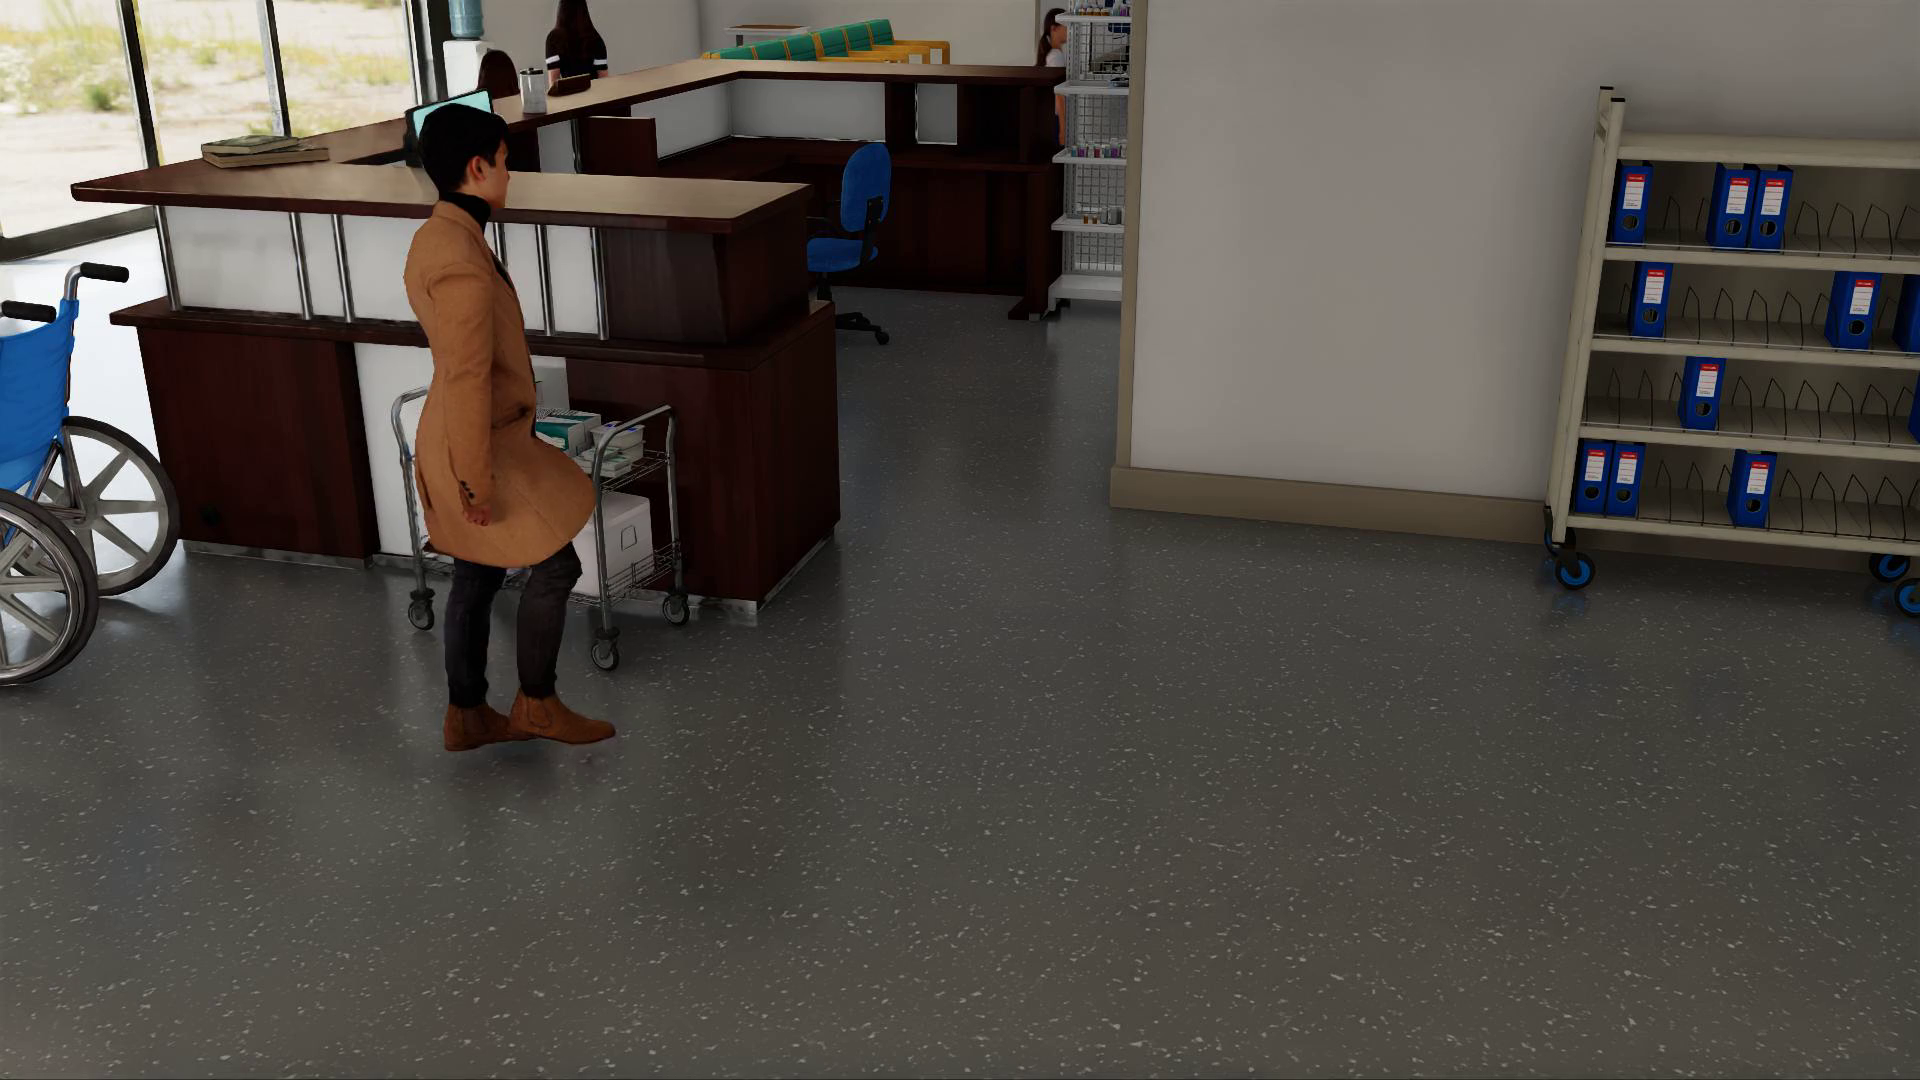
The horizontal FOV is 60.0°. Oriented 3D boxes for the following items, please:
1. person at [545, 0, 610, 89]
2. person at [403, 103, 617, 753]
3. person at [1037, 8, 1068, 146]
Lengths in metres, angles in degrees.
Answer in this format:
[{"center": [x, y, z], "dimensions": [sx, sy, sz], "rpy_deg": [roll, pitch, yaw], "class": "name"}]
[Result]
[{"center": [-2.859, -3.292, 12.536], "dimensions": [0.648, 1.639, 0.756], "rpy_deg": [-3, 21, -8], "class": "person"}, {"center": [-1.327, -0.230, 4.295], "dimensions": [0.869, 1.707, 0.820], "rpy_deg": [-7, 22, -19], "class": "person"}, {"center": [0.656, -2.927, 11.679], "dimensions": [0.622, 1.562, 0.609], "rpy_deg": [-3, 21, -8], "class": "person"}]
